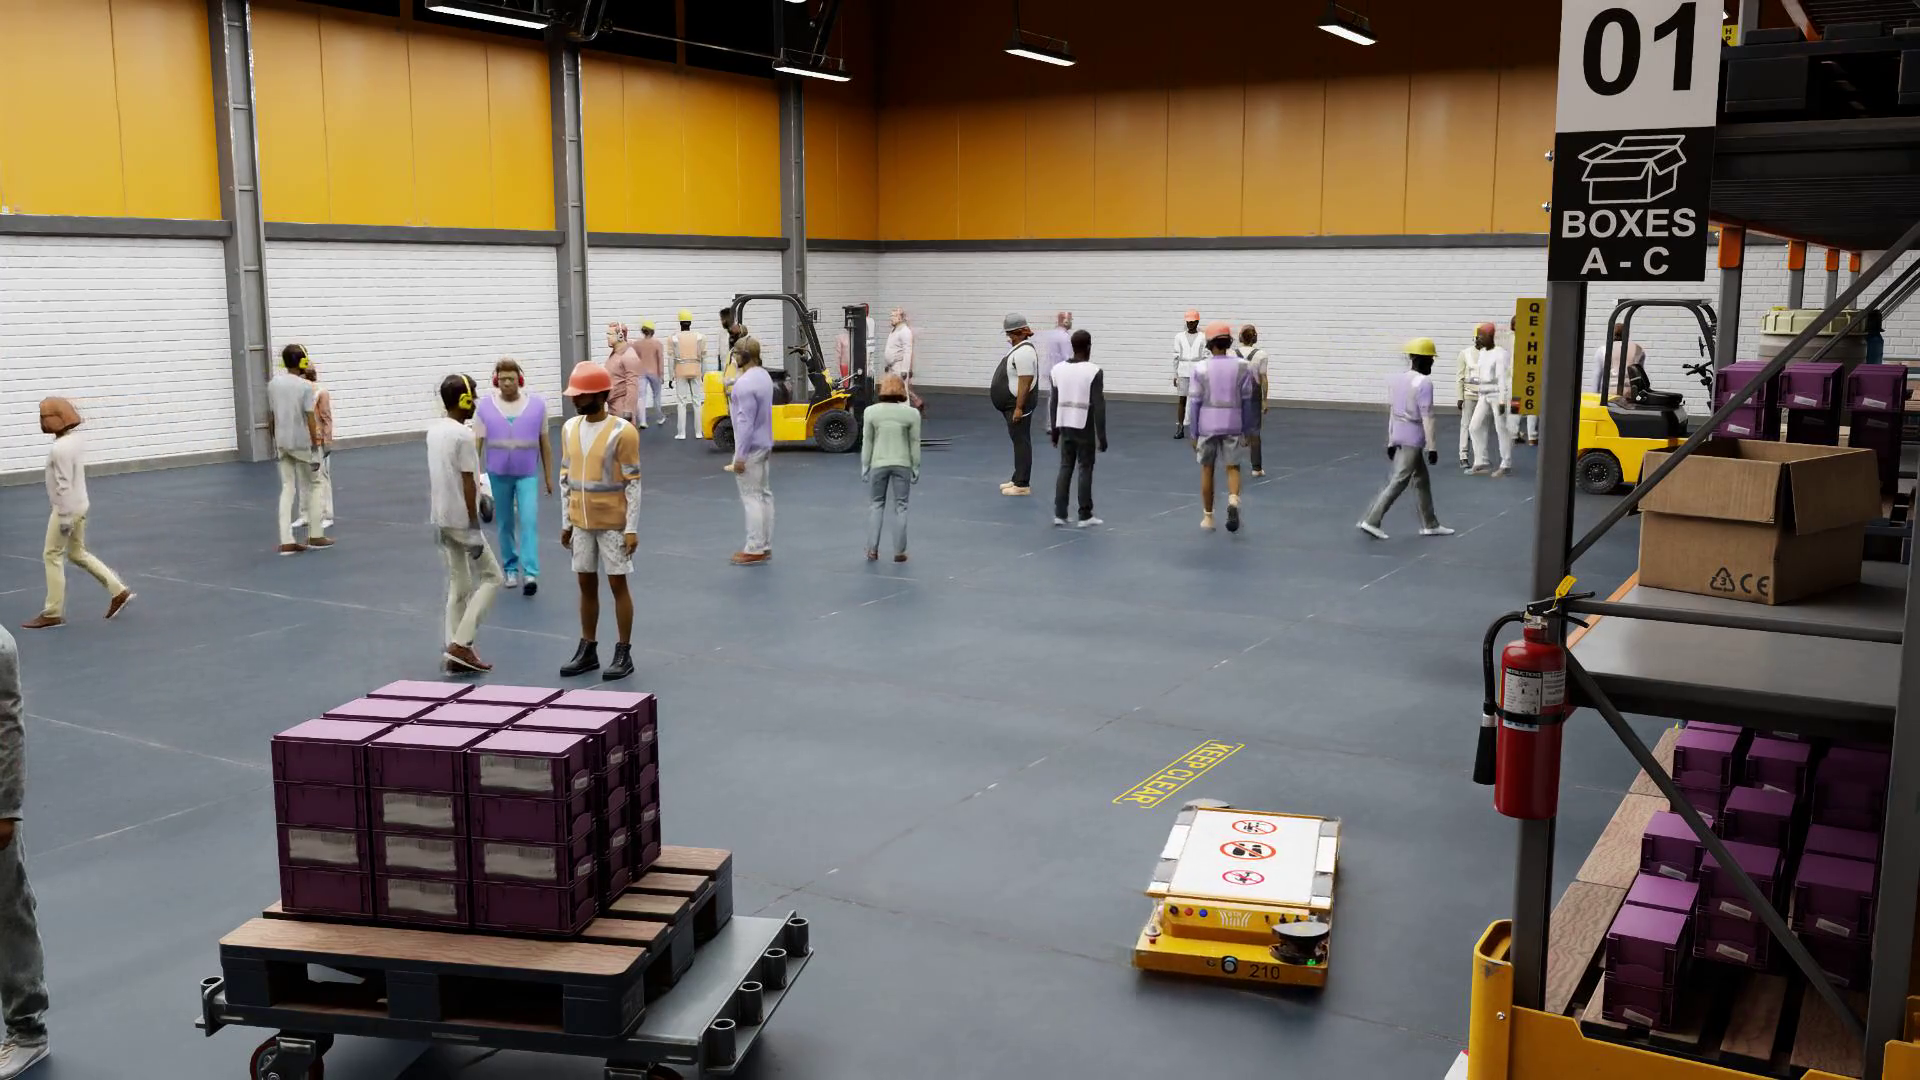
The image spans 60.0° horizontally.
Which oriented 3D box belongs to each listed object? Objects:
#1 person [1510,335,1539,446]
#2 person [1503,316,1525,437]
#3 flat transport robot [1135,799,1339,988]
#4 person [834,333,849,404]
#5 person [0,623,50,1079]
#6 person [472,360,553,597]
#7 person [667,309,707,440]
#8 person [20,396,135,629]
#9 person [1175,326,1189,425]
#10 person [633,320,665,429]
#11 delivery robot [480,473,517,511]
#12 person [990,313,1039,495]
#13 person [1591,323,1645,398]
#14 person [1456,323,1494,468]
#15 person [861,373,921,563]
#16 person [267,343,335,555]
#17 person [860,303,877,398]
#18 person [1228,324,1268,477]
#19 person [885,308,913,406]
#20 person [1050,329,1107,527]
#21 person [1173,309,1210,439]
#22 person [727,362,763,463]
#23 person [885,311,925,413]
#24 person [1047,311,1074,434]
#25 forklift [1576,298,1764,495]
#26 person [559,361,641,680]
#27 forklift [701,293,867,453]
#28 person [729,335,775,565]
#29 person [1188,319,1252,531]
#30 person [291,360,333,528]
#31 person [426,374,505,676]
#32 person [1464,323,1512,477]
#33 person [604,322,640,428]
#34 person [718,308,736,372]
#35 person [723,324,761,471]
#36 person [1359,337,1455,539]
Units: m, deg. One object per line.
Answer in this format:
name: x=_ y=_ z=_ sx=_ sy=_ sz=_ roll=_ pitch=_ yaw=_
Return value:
person: x=8.154 y=-2.309 z=23.792 sx=0.377 sy=1.932 sz=0.636 roll=-6 pitch=11 yaw=-35
person: x=8.373 y=-2.464 z=25.072 sx=0.430 sy=1.835 sz=0.663 roll=4 pitch=10 yaw=24
flat transport robot: x=1.101 y=1.307 z=6.371 sx=0.652 sy=0.197 sz=1.431 roll=2 pitch=9 yaw=14
person: x=-1.893 y=-2.980 z=28.588 sx=0.533 sy=1.738 sz=0.759 roll=0 pitch=9 yaw=2
person: x=-3.042 y=0.789 z=5.046 sx=0.484 sy=1.737 sz=0.305 roll=4 pitch=10 yaw=24
person: x=-3.428 y=-0.470 z=12.716 sx=0.605 sy=1.789 sz=0.980 roll=-2 pitch=9 yaw=-14
person: x=-4.035 y=-2.441 z=24.604 sx=0.587 sy=1.930 sz=0.363 roll=-4 pitch=10 yaw=-21
person: x=-6.204 y=-0.201 z=11.598 sx=0.664 sy=1.612 sz=0.516 roll=-3 pitch=9 yaw=-15
person: x=3.792 y=-2.659 z=26.905 sx=0.518 sy=1.621 sz=0.530 roll=1 pitch=9 yaw=9
person: x=-4.951 y=-2.639 z=26.483 sx=0.539 sy=1.716 sz=0.934 roll=1 pitch=9 yaw=6
delivery robot: x=-4.615 y=-0.534 z=16.687 sx=0.477 sy=0.478 sz=0.707 roll=-5 pitch=11 yaw=-30
person: x=0.604 y=-1.523 z=18.524 sx=0.537 sy=2.000 sz=0.678 roll=0 pitch=9 yaw=0
person: x=8.435 y=-1.866 z=21.368 sx=0.637 sy=1.832 sz=0.432 roll=1 pitch=9 yaw=6
person: x=6.571 y=-1.822 z=21.043 sx=0.590 sy=1.833 sz=0.404 roll=-1 pitch=9 yaw=-5
person: x=-0.584 y=-0.607 z=14.168 sx=0.513 sy=1.606 sz=0.383 roll=0 pitch=9 yaw=2
person: x=-5.814 y=-0.810 z=14.691 sx=0.561 sy=1.839 sz=0.692 roll=2 pitch=9 yaw=14
person: x=-1.854 y=-3.713 z=32.677 sx=0.355 sy=1.887 sz=0.573 roll=4 pitch=10 yaw=25
person: x=3.465 y=-1.675 z=20.085 sx=0.505 sy=1.847 sz=0.347 roll=3 pitch=10 yaw=20
person: x=-0.997 y=-2.718 z=26.401 sx=0.409 sy=1.906 sz=0.652 roll=-4 pitch=10 yaw=-23
person: x=1.138 y=-1.077 z=16.134 sx=0.603 sy=1.917 sz=0.388 roll=7 pitch=12 yaw=39
person: x=3.427 y=-2.459 z=24.689 sx=0.544 sy=1.939 sz=0.354 roll=2 pitch=9 yaw=15
person: x=-2.654 y=-1.696 z=20.734 sx=0.411 sy=1.676 sz=0.533 roll=8 pitch=12 yaw=40
person: x=-0.944 y=-2.924 z=27.805 sx=0.790 sy=1.876 sz=0.658 roll=-5 pitch=10 yaw=-27
person: x=1.668 y=-2.546 z=25.384 sx=0.757 sy=1.882 sz=0.681 roll=-2 pitch=9 yaw=-11
forklift: x=7.954 y=-1.589 z=18.462 sx=2.313 sy=2.155 sz=1.214 roll=5 pitch=11 yaw=30
person: x=-2.193 y=-0.114 z=10.069 sx=0.545 sy=1.933 sz=0.376 roll=4 pitch=10 yaw=24
forklift: x=-2.458 y=-2.344 z=23.176 sx=2.313 sy=2.155 sz=1.214 roll=0 pitch=9 yaw=-2
person: x=-1.758 y=-0.757 z=14.062 sx=0.358 sy=1.938 sz=0.633 roll=2 pitch=9 yaw=11
person: x=2.452 y=-1.055 z=15.649 sx=0.624 sy=2.028 sz=0.760 roll=0 pitch=9 yaw=-1
person: x=-6.268 y=-0.920 z=16.017 sx=0.523 sy=1.636 sz=0.310 roll=4 pitch=10 yaw=21
person: x=-3.039 y=-0.083 z=10.155 sx=0.550 sy=1.840 sz=0.417 roll=9 pitch=13 yaw=43
person: x=6.417 y=-1.681 z=20.107 sx=0.681 sy=1.856 sz=0.712 roll=-3 pitch=10 yaw=-18
person: x=-3.863 y=-1.511 z=18.870 sx=0.407 sy=1.909 sz=0.640 roll=-5 pitch=11 yaw=-30
person: x=-3.376 y=-2.516 z=25.087 sx=0.677 sy=1.949 sz=0.591 roll=8 pitch=12 yaw=42
person: x=-2.698 y=-1.738 z=20.488 sx=0.429 sy=1.843 sz=0.627 roll=-6 pitch=11 yaw=-34
person: x=4.156 y=-0.940 z=15.398 sx=0.985 sy=1.883 sz=0.607 roll=-2 pitch=9 yaw=-11
